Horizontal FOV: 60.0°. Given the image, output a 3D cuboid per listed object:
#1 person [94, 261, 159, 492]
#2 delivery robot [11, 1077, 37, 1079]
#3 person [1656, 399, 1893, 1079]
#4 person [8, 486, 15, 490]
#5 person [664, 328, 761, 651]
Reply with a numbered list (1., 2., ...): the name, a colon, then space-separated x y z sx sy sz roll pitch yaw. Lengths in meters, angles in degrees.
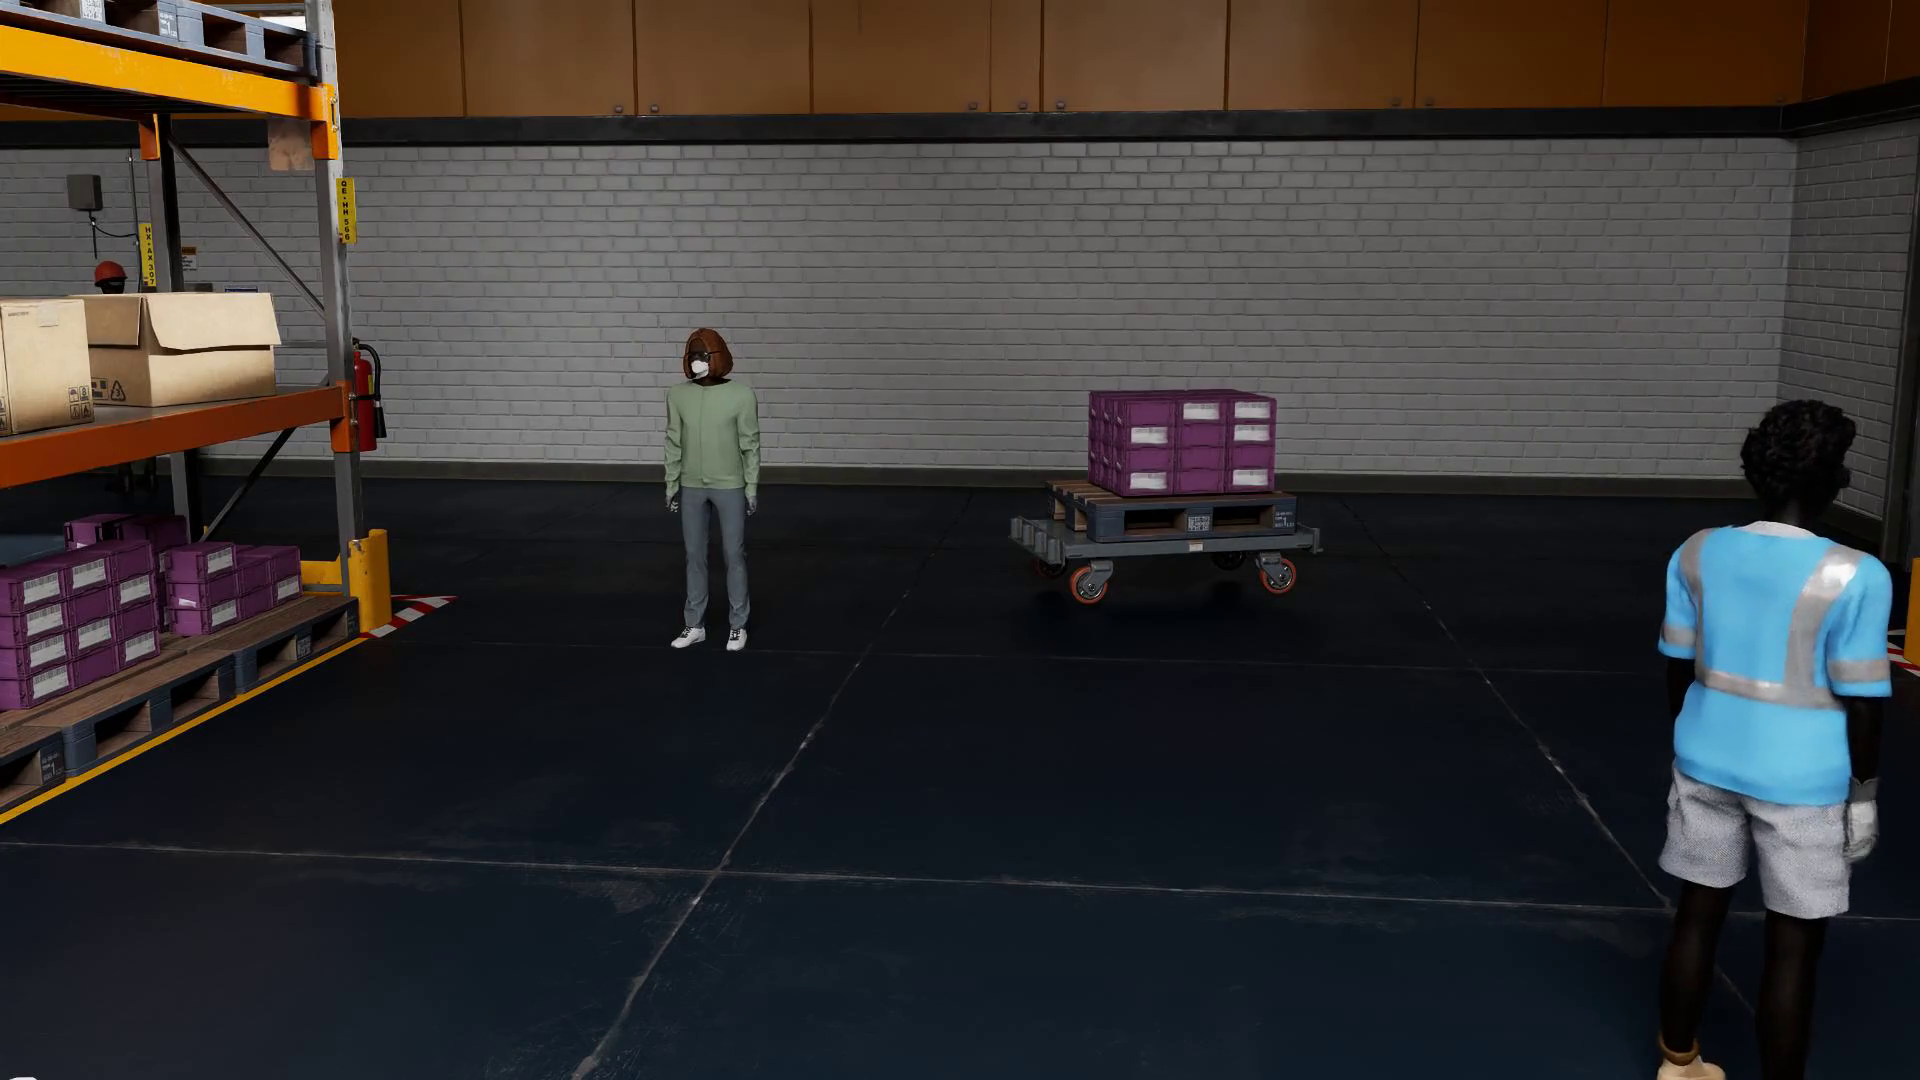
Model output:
1. person: -7.039 -1.367 13.965 0.372 1.928 0.543 5 11 28
2. delivery robot: -1.661 1.199 2.932 0.707 0.478 0.477 9 13 42
3. person: 1.819 0.532 3.749 0.318 1.695 0.540 -6 11 -29
4. person: -5.067 -0.421 8.349 0.378 1.996 0.611 7 12 36
5. person: -1.255 -0.250 8.408 0.507 1.631 0.266 2 10 13
